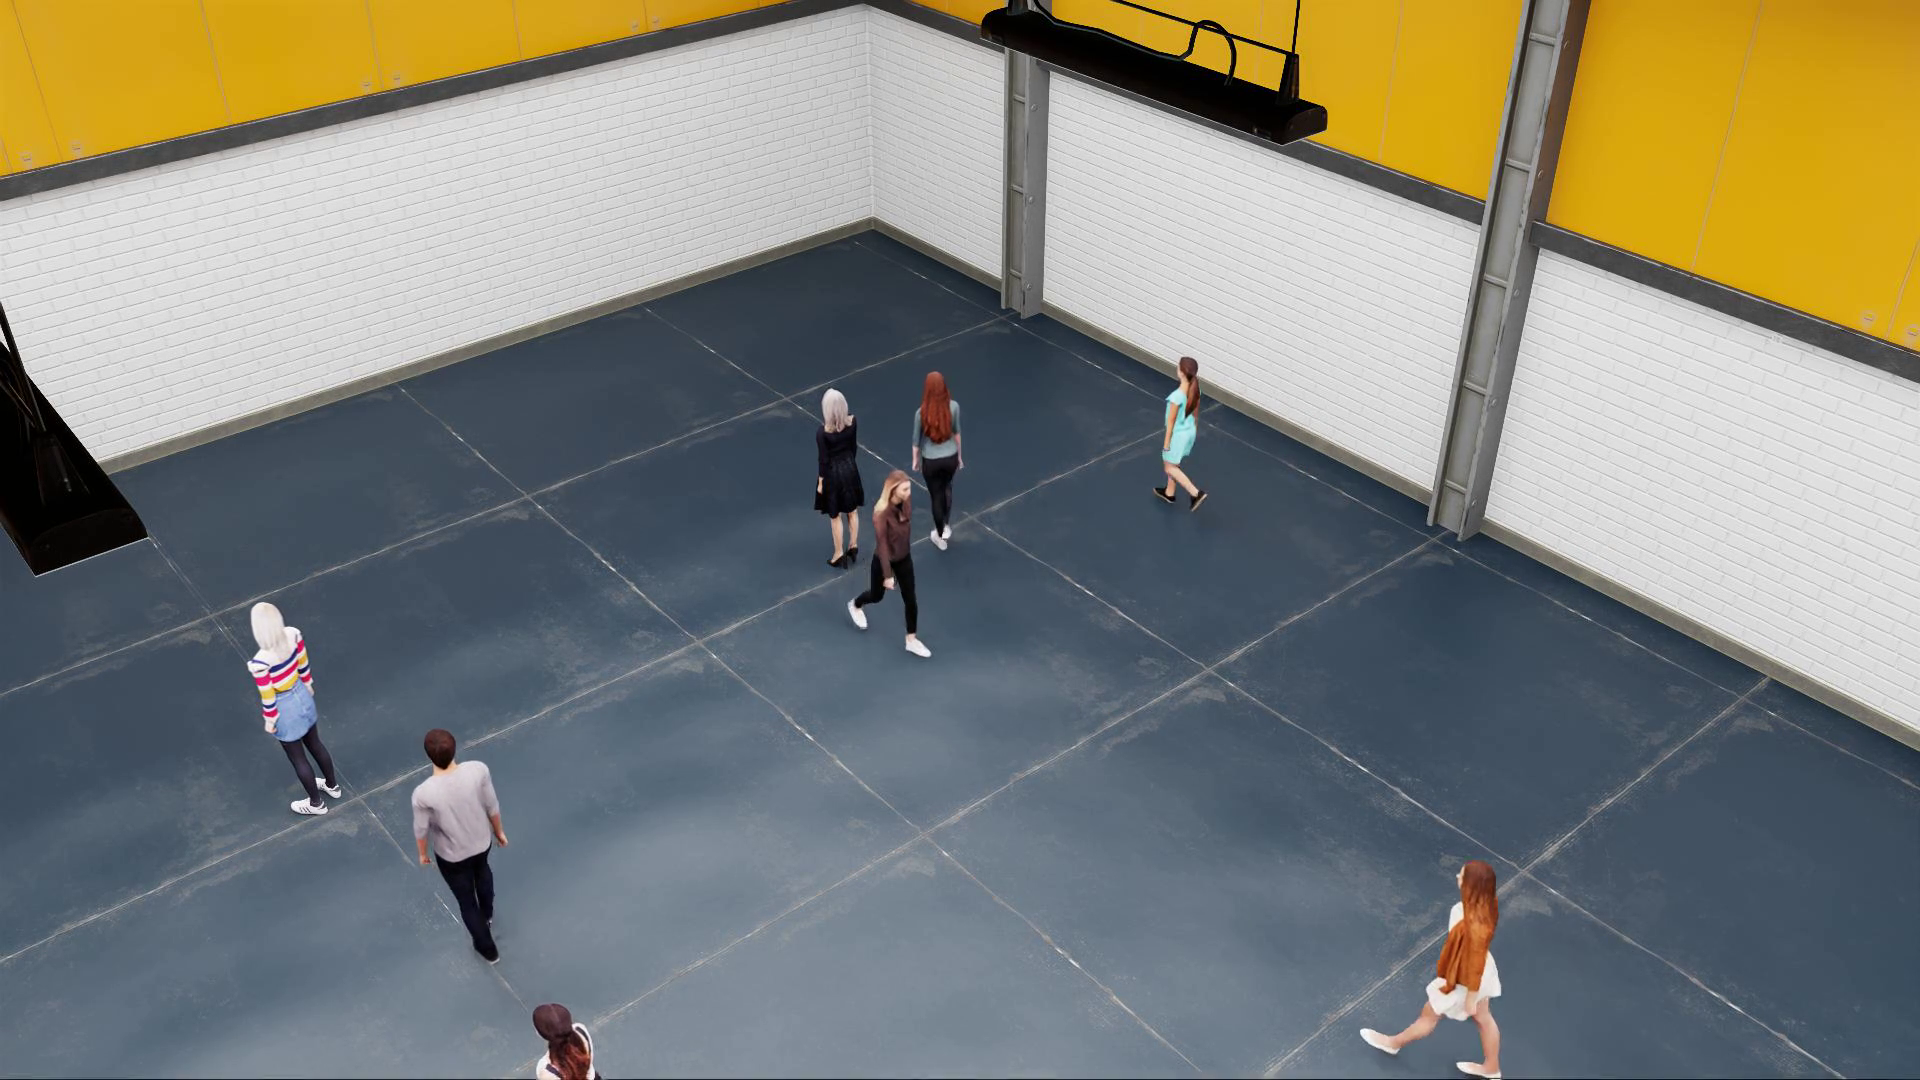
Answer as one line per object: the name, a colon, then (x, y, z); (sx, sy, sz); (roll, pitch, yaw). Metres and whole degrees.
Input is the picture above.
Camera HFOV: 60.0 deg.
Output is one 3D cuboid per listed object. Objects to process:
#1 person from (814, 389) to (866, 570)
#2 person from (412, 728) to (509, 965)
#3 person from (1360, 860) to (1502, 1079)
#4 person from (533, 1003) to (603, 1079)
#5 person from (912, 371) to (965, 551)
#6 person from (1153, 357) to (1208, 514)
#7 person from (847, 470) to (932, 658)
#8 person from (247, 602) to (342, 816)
person: (-1.054, -0.534, 14.426); (0.583, 1.747, 0.544); (-25, 41, -32)
person: (-3.112, 1.987, 10.561); (0.676, 1.827, 0.819); (-24, 41, -32)
person: (3.078, 2.588, 9.793); (1.177, 1.676, 0.939); (14, 36, 19)
person: (-1.992, 3.130, 9.033); (1.078, 1.616, 0.855); (15, 36, 21)
person: (-0.157, -0.645, 14.608); (0.696, 1.731, 0.718); (-10, 35, -14)
person: (2.055, -0.939, 15.220); (0.567, 1.543, 0.875); (-26, 42, -34)
person: (-0.622, 0.153, 13.463); (1.122, 1.668, 0.683); (28, 43, 36)
person: (-4.737, 1.187, 11.782); (0.704, 1.808, 0.718); (10, 35, 15)
